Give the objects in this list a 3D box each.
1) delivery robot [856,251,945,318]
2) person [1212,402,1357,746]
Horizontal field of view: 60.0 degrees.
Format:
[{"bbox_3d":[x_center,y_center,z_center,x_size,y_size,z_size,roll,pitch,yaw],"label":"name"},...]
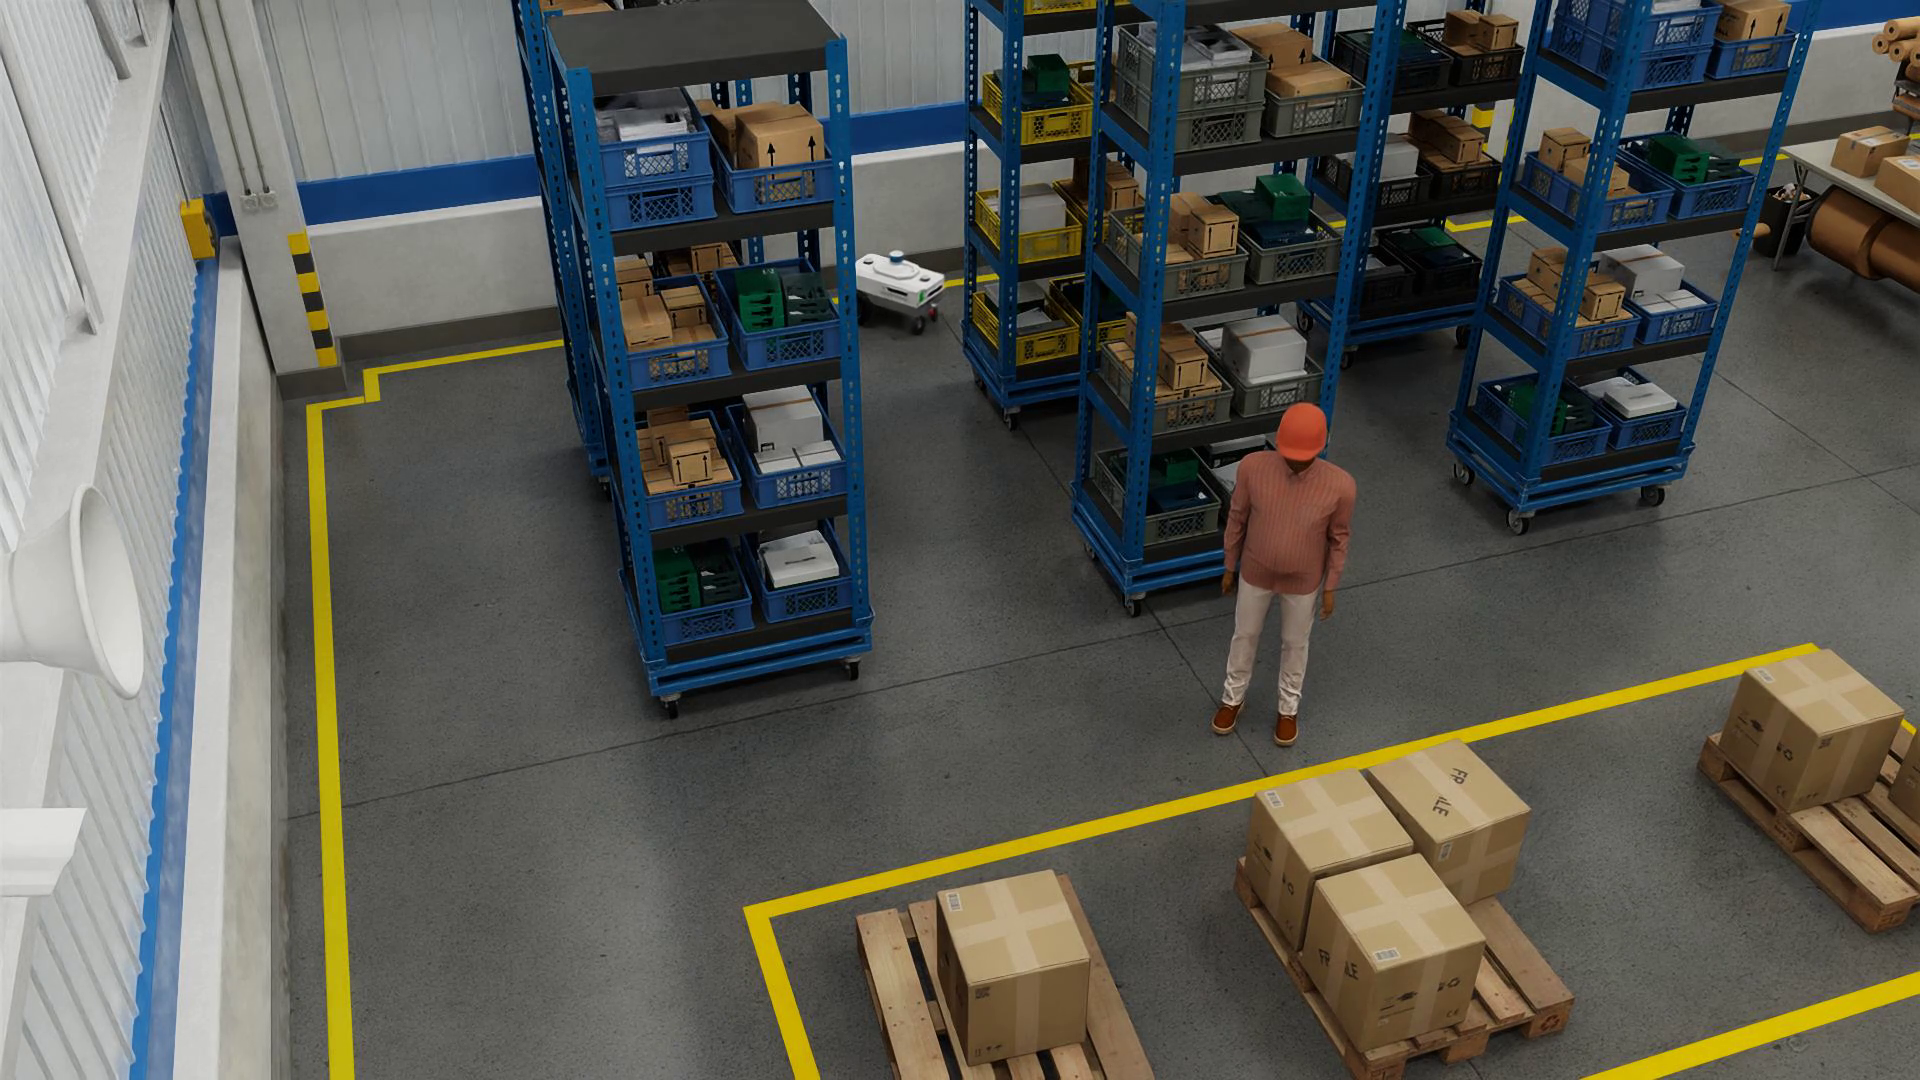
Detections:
[{"bbox_3d":[-0.469,-1.921,12.433,0.707,0.478,0.477,21,40,27],"label":"delivery robot"},{"bbox_3d":[1.602,0.171,8.310,0.608,1.990,0.385,11,37,15],"label":"person"}]
